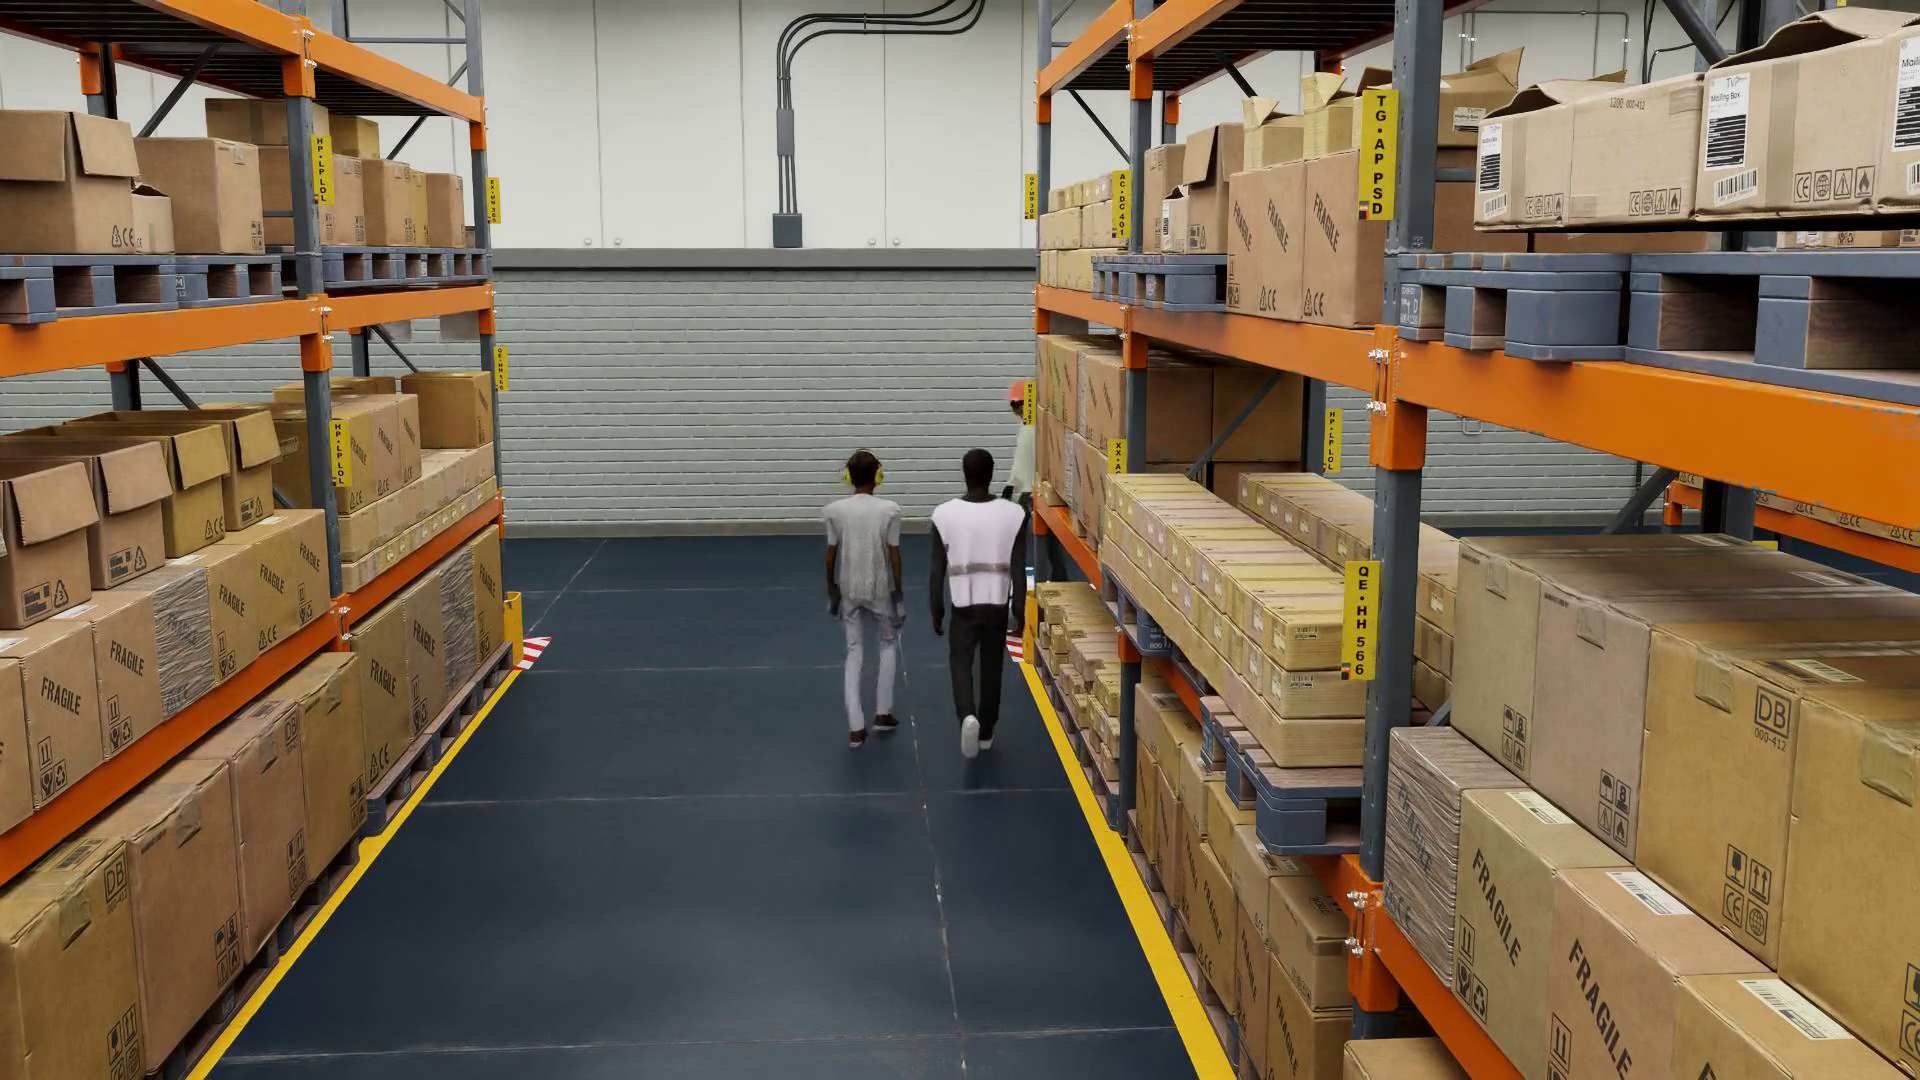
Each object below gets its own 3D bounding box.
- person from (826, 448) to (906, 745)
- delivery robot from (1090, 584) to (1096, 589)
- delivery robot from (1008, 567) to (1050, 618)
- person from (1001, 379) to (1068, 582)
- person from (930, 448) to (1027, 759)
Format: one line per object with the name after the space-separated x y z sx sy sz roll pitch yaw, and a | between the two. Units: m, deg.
-0.578 0.345 10.508 0.543 1.843 0.684 2 10 11 | person
1.125 0.505 13.066 0.477 0.478 0.707 9 13 44 | delivery robot
0.540 0.462 13.318 0.707 0.478 0.477 1 10 7 | delivery robot
0.562 -0.456 14.873 0.967 1.953 0.605 0 10 1 | person
0.117 0.394 10.079 0.592 1.893 0.707 0 10 -3 | person
